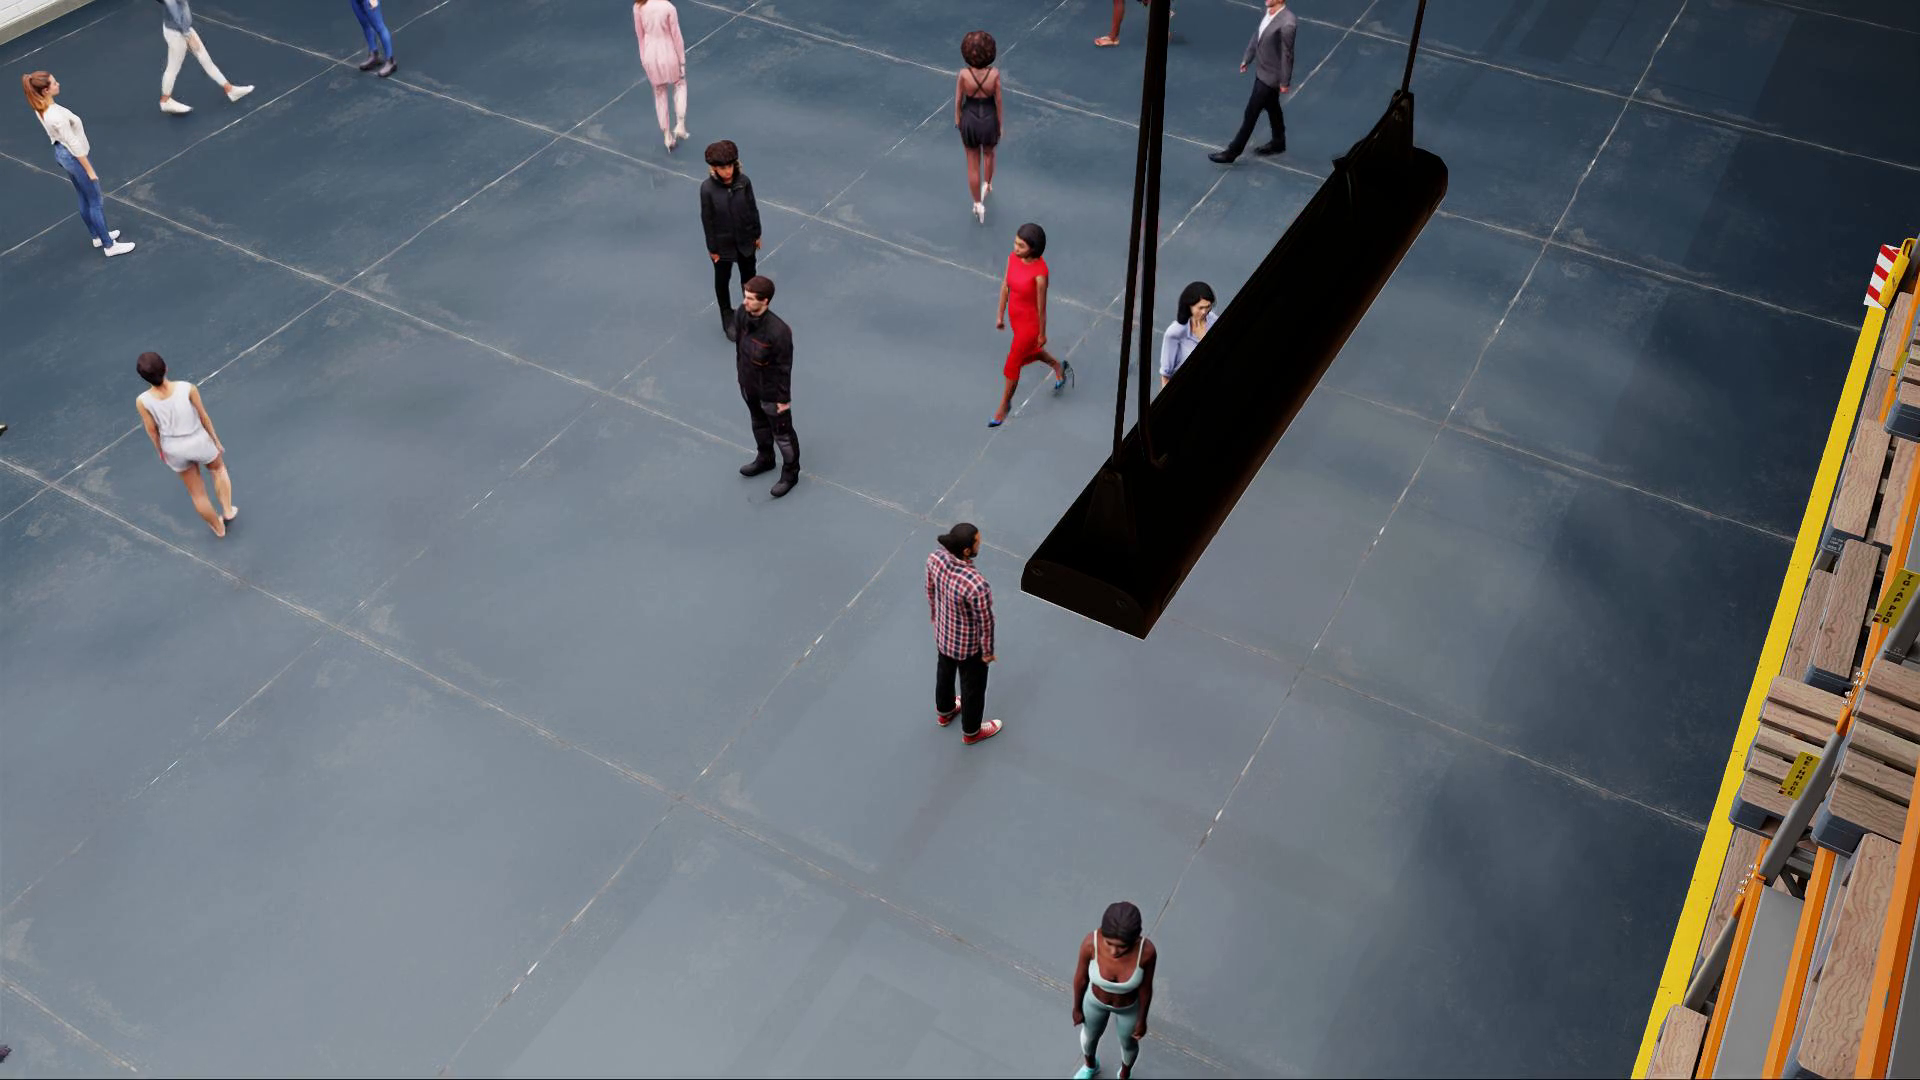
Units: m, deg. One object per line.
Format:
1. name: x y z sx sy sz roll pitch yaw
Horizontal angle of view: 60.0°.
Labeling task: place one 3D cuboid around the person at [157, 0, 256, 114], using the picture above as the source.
1. person: -7.690 -4.918 16.186 1.187 1.657 1.138 -11 45 -11

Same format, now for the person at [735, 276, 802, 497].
1. person: -1.401 -1.141 12.089 0.770 1.838 0.664 34 53 30

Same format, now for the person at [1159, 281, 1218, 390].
1. person: 1.654 -1.155 12.170 0.683 1.747 0.796 -21 47 -20

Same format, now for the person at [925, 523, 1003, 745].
1. person: 0.010 0.578 10.342 0.692 1.760 0.752 -34 53 -31

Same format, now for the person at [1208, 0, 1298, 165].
1. person: 2.966 -4.377 15.507 1.197 1.809 1.160 -7 44 -8

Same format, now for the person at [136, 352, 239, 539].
1. person: -5.428 -0.618 11.714 0.676 1.599 0.756 -17 46 -17

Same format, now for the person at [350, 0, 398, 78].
1. person: -6.026 -5.510 16.787 0.616 1.684 0.540 25 49 24

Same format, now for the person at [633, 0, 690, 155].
1. person: -2.822 -4.442 15.589 0.729 1.791 0.762 3 44 3

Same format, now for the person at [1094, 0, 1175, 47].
1. person: 1.859 -5.925 17.214 1.036 1.696 1.099 -2 44 -2

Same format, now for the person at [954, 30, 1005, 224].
1. person: 0.180 -3.599 14.720 0.822 1.769 0.920 -3 44 -3

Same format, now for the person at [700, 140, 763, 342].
1. person: -1.850 -2.460 13.521 0.677 1.772 0.781 -23 48 -22

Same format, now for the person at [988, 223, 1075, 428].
1. person: 0.572 -1.681 12.752 1.173 1.706 0.884 -27 50 -25

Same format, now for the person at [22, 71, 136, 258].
1. person: -7.665 -3.266 14.405 0.660 1.720 0.618 34 53 31

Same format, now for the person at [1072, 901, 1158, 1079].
1. person: 0.785 2.366 8.491 0.616 1.724 0.617 8 44 9
